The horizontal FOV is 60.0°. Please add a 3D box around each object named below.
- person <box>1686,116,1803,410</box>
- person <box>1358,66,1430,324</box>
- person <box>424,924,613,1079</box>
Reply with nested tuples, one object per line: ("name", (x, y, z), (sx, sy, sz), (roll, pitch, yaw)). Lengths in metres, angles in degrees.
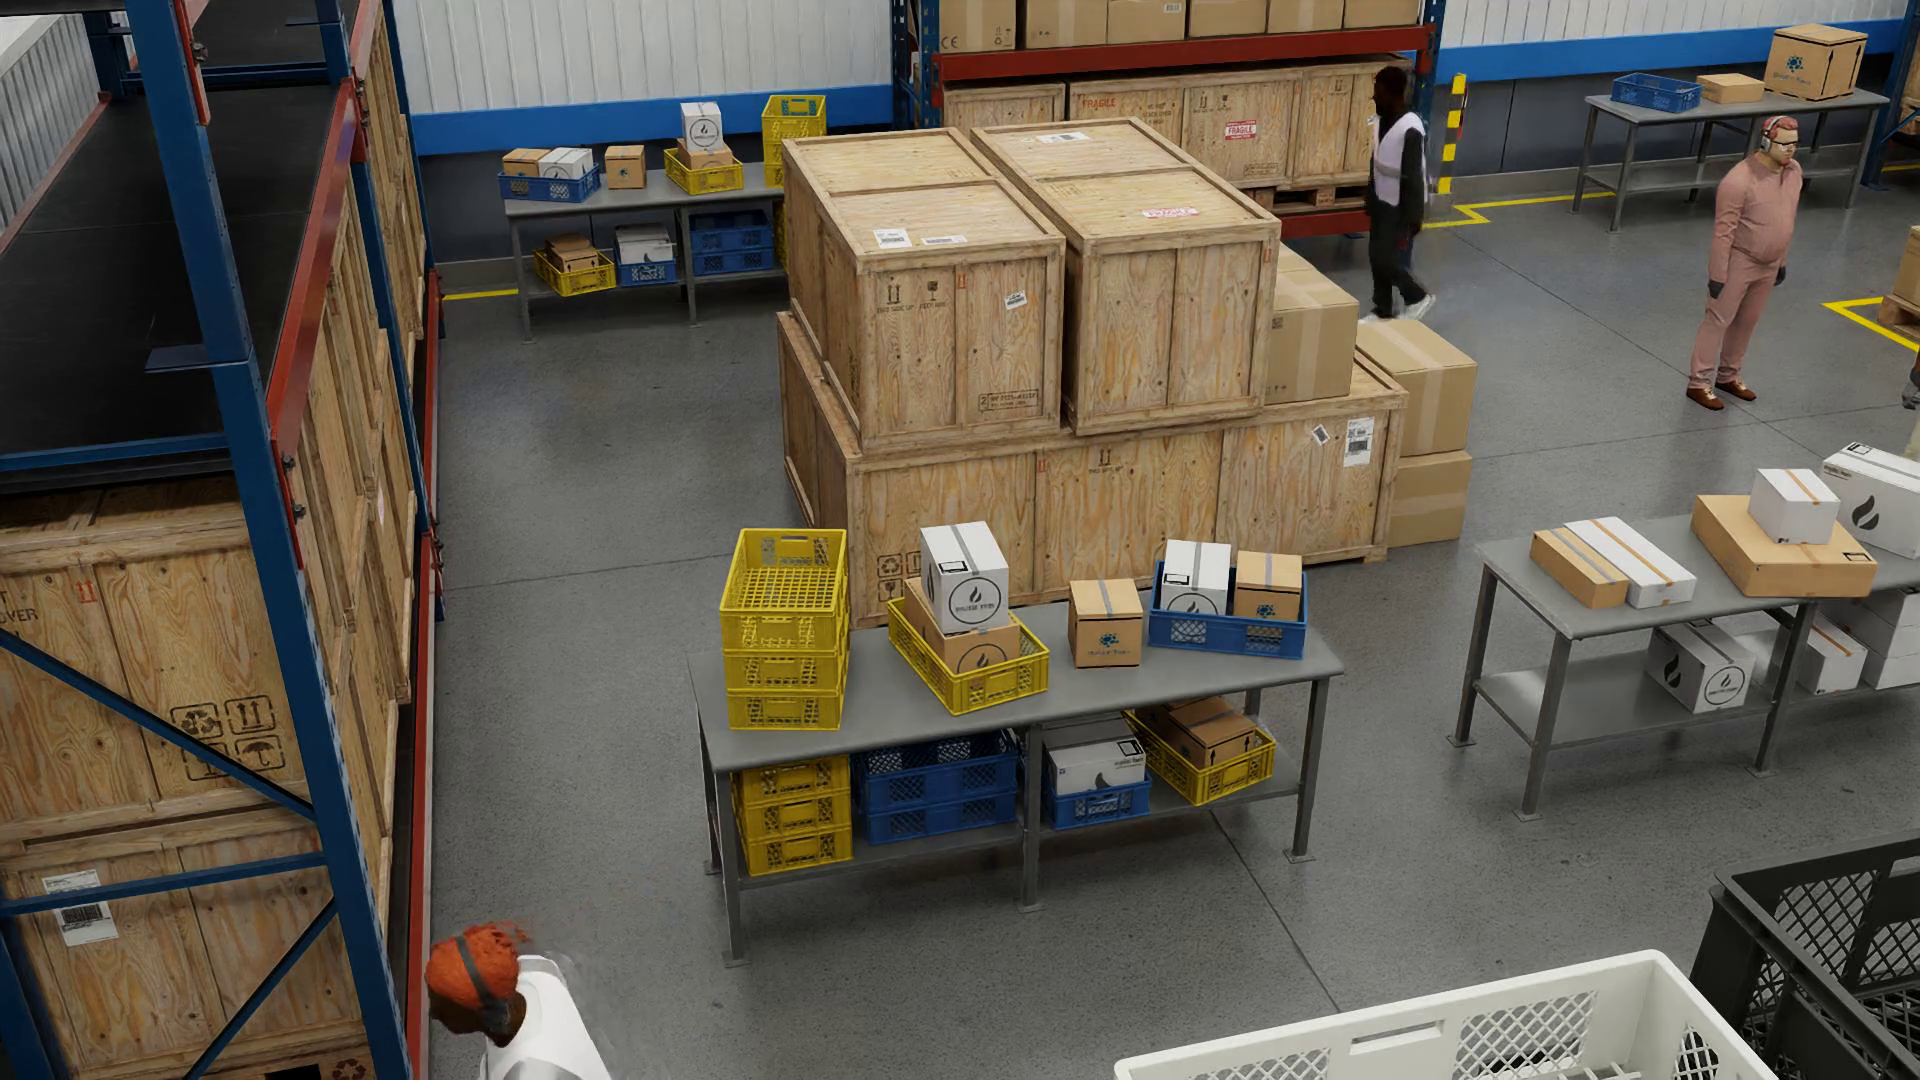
("person", (5.038, -1.760, 10.613), (0.647, 1.901, 0.402), (-13, 31, -23))
("person", (3.070, -2.384, 11.739), (0.485, 1.894, 0.639), (-5, 29, -8))
("person", (-1.106, 1.715, 4.359), (0.926, 1.832, 0.575), (-9, 30, -17))
